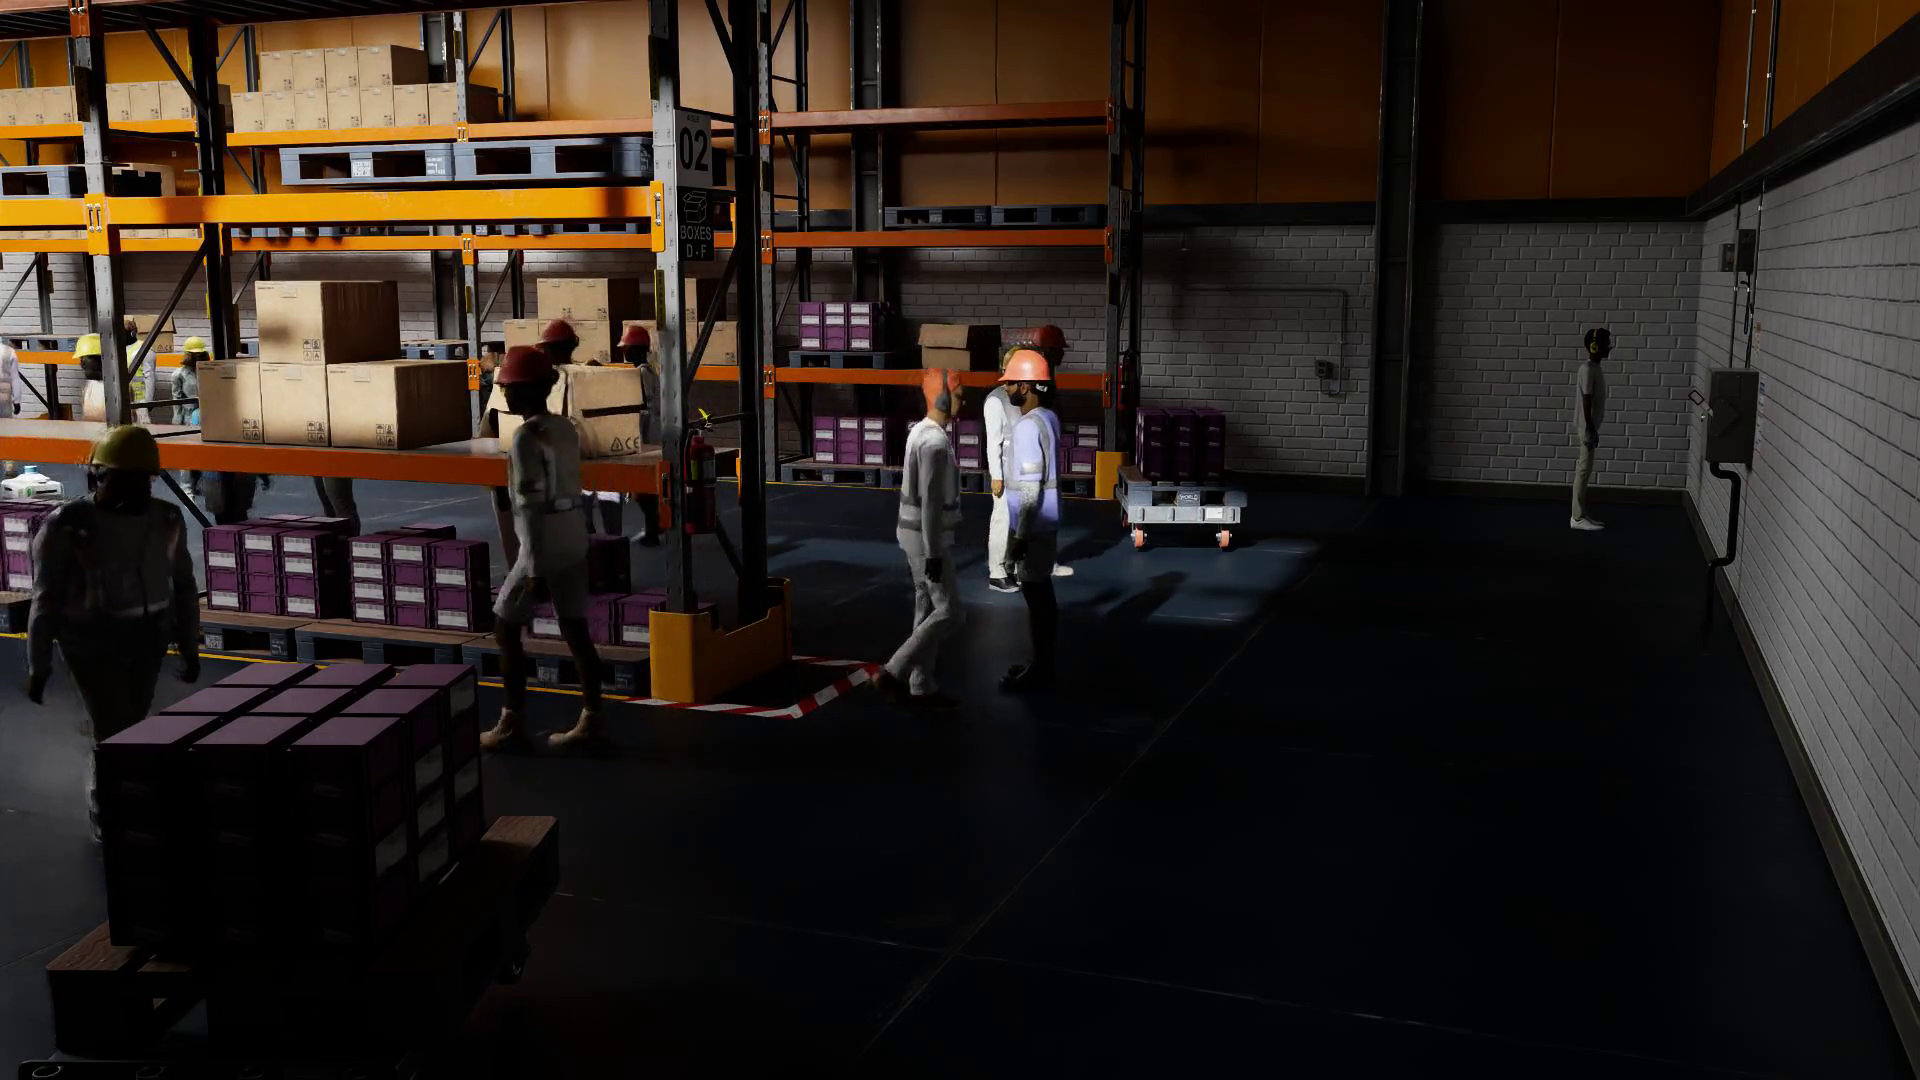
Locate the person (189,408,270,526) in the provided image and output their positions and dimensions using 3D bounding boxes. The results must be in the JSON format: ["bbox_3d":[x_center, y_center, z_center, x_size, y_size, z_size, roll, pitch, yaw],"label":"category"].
[{"bbox_3d":[-5.592,-0.488,12.716,0.588,1.649,0.570,9,13,44],"label":"person"}]

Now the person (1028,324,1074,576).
[{"bbox_3d":[0.611,-0.681,12.934,0.517,1.979,0.624,1,9,7],"label":"person"}]

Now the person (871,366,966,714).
[{"bbox_3d":[-0.181,0.023,8.814,0.445,1.876,0.624,-1,9,-6],"label":"person"}]

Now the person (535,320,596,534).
[{"bbox_3d":[-2.941,-0.633,12.526,0.523,2.018,0.602,1,9,4],"label":"person"}]

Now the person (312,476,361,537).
[{"bbox_3d":[-4.904,-0.664,12.946,0.378,1.940,0.628,-7,12,-39],"label":"person"}]

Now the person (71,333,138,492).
[{"bbox_3d":[-6.493,-0.617,12.728,0.641,1.916,0.391,7,11,37],"label":"person"}]

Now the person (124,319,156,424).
[{"bbox_3d":[-9.855,-1.700,19.802,0.625,1.837,0.428,3,10,21],"label":"person"}]

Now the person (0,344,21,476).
[{"bbox_3d":[-11.267,-1.614,19.280,0.645,1.812,0.770,-7,11,-37],"label":"person"}]

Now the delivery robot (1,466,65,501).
[{"bbox_3d":[-8.743,-0.455,15.671,0.707,0.478,0.477,8,12,41],"label":"delivery robot"}]

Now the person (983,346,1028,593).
[{"bbox_3d":[0.420,-0.533,12.456,0.403,1.830,0.598,6,11,34],"label":"person"}]

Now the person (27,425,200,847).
[{"bbox_3d":[-3.366,0.427,6.624,0.956,1.776,0.630,6,11,32],"label":"person"}]

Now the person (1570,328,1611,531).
[{"bbox_3d":[5.871,-1.028,15.449,0.329,1.872,0.510,4,10,22],"label":"person"}]

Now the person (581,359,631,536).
[{"bbox_3d":[-2.583,-0.391,11.779,0.522,1.768,0.311,-1,9,-8],"label":"person"}]

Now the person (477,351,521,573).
[{"bbox_3d":[-3.152,-0.387,11.554,0.430,1.836,0.630,-2,9,-10],"label":"person"}]

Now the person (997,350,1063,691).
[{"bbox_3d":[0.392,-0.106,9.446,0.371,1.939,0.543,3,9,16],"label":"person"}]

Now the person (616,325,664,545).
[{"bbox_3d":[-2.780,-0.895,14.426,0.400,1.926,0.566,-1,9,-3],"label":"person"}]

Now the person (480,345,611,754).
[{"bbox_3d":[-2.112,0.058,8.190,0.821,2.014,0.624,2,9,15],"label":"person"}]

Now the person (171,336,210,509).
[{"bbox_3d":[-7.694,-1.186,16.838,0.321,1.742,0.492,7,12,39],"label":"person"}]
